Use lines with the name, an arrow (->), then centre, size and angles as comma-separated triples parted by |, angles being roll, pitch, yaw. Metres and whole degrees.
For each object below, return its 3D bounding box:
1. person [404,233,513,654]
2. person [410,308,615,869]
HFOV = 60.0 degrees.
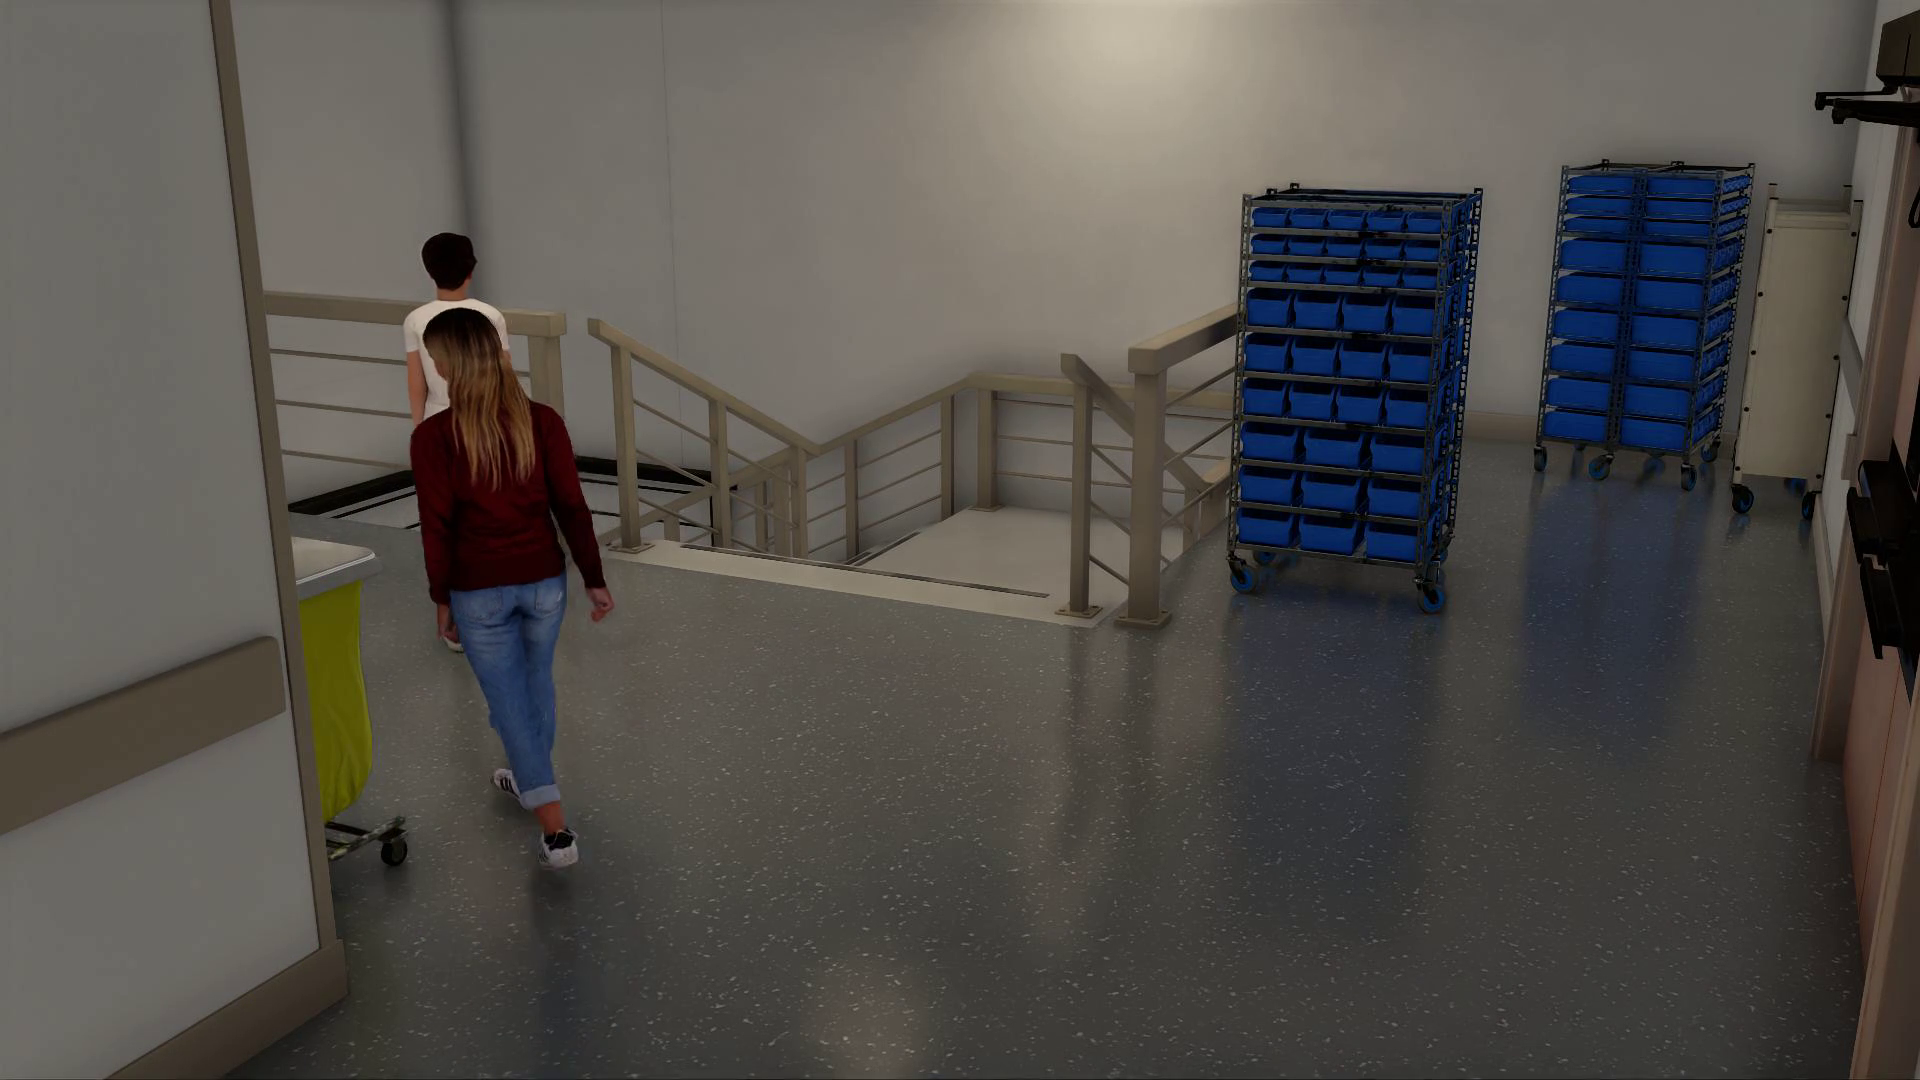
person -> -1.952, -0.383, 6.572 | 0.654, 1.654, 0.699 | -4, 16, -13
person -> -1.255, 0.180, 4.692 | 1.085, 1.590, 1.026 | -11, 19, -34
